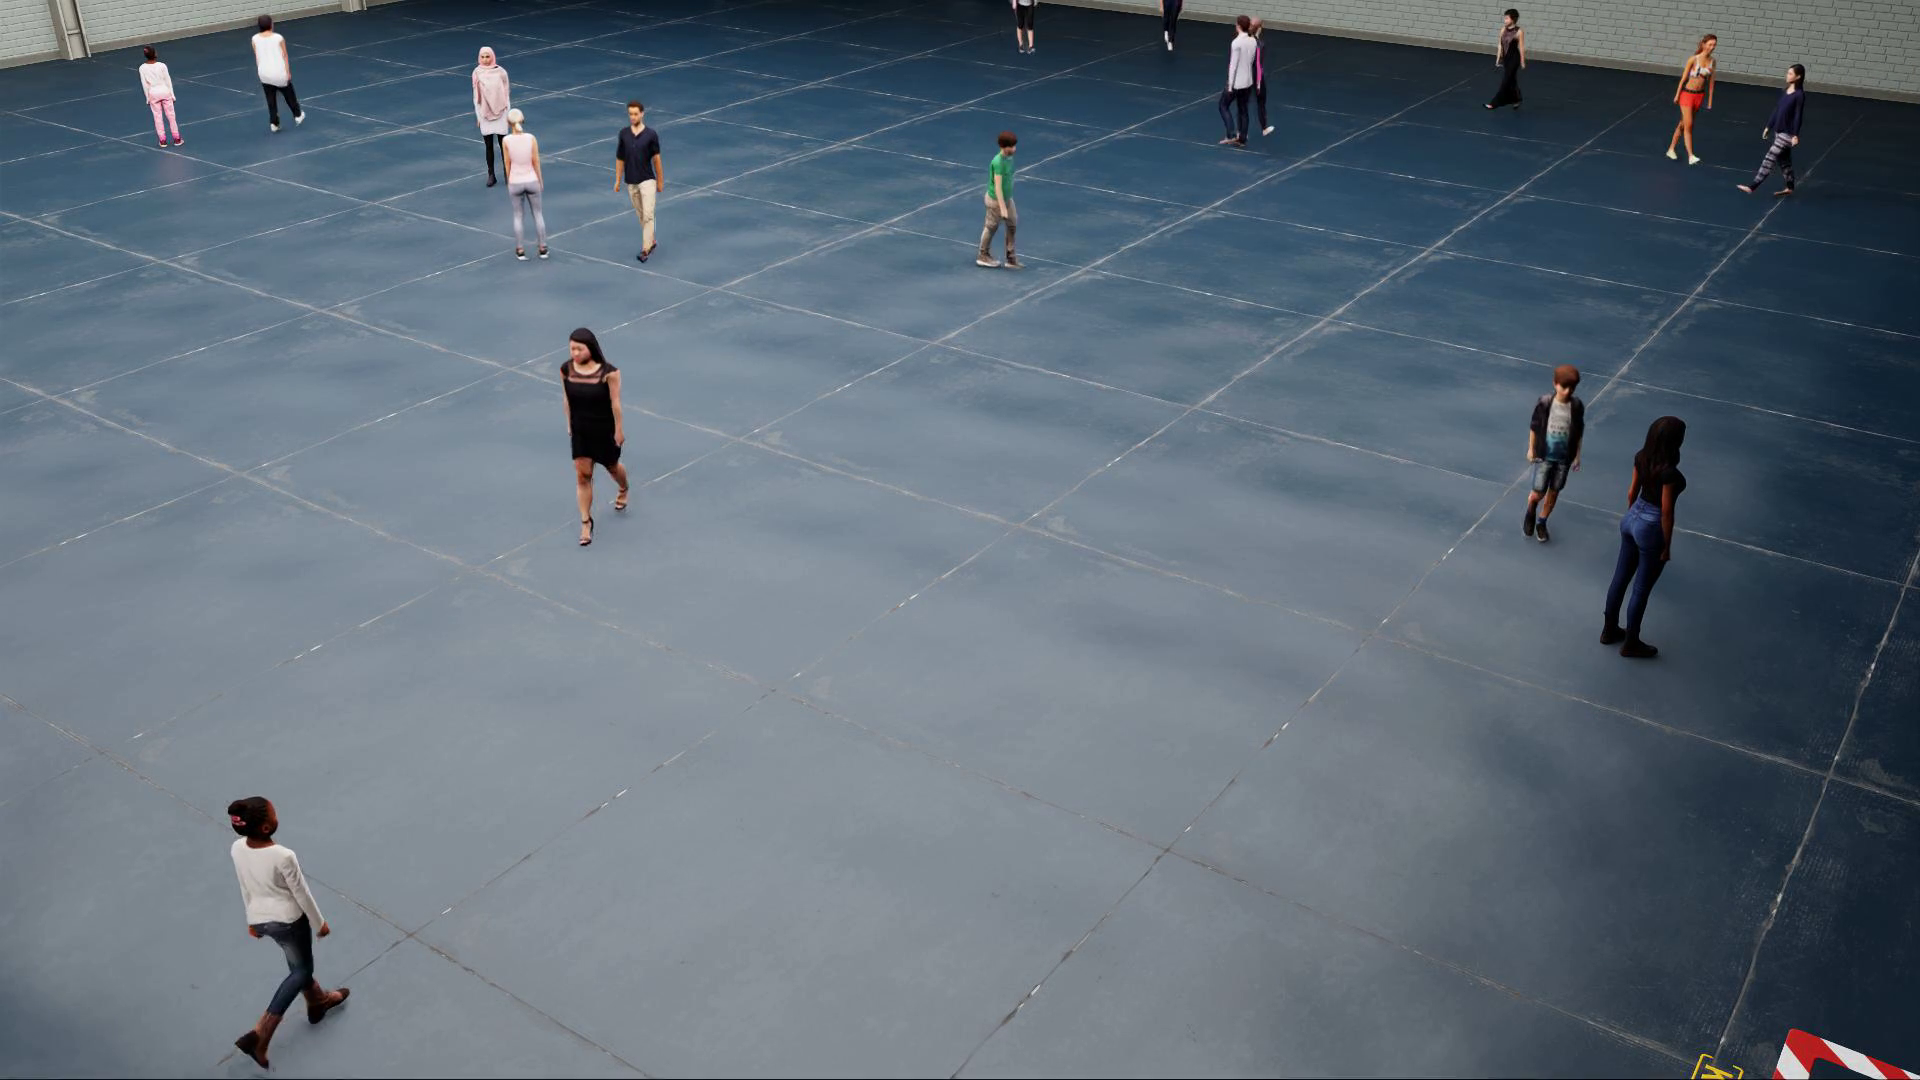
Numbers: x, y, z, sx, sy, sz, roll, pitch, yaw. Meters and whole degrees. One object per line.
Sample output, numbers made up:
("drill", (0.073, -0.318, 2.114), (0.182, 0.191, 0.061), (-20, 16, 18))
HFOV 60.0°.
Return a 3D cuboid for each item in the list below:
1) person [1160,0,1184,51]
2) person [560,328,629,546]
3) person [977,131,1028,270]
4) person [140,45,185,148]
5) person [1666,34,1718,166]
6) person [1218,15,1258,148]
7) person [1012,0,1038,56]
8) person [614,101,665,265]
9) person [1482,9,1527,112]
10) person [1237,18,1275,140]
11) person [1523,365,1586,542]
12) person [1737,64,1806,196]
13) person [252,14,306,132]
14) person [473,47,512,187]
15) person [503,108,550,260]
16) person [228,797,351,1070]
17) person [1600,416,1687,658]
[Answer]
("person", (3.885, -9.838, 30.486), (0.913, 1.606, 1.097), (1, 27, 3))
("person", (-2.803, -0.855, 12.962), (0.945, 1.678, 1.148), (5, 28, 9))
("person", (0.390, -3.861, 18.878), (0.707, 1.606, 0.814), (11, 29, 20))
("person", (-11.578, -6.438, 24.062), (0.596, 1.443, 0.685), (-10, 29, -19))
("person", (10.137, -6.145, 23.156), (1.041, 1.752, 1.105), (-3, 27, -6))
("person", (4.086, -6.551, 23.854), (0.663, 1.833, 0.812), (-21, 34, -35))
("person", (1.136, -9.655, 29.977), (1.110, 1.747, 1.160), (-5, 28, -10))
("person", (-3.661, -4.144, 19.201), (0.957, 1.813, 1.232), (5, 28, 10))
("person", (8.654, -7.433, 25.880), (1.142, 1.547, 0.947), (-15, 31, -26))
("person", (4.201, -6.678, 24.222), (0.989, 1.722, 0.704), (-23, 35, -37))
("person", (4.599, -0.691, 12.907), (0.639, 1.438, 0.681), (2, 27, 4))
("person", (10.753, -5.262, 21.505), (1.063, 1.691, 1.080), (-1, 27, -2))
("person", (-10.254, -6.943, 24.812), (1.010, 1.655, 1.139), (0, 27, 0))
("person", (-6.195, -5.627, 22.093), (0.718, 1.803, 0.783), (-5, 28, -10))
("person", (-5.041, -4.121, 19.255), (0.636, 1.723, 0.707), (-6, 28, -12))
("person", (-3.293, 1.857, 7.955), (0.633, 1.440, 0.949), (12, 30, 22))
("person", (4.649, -0.031, 11.295), (0.687, 1.740, 0.644), (-8, 28, -15))
